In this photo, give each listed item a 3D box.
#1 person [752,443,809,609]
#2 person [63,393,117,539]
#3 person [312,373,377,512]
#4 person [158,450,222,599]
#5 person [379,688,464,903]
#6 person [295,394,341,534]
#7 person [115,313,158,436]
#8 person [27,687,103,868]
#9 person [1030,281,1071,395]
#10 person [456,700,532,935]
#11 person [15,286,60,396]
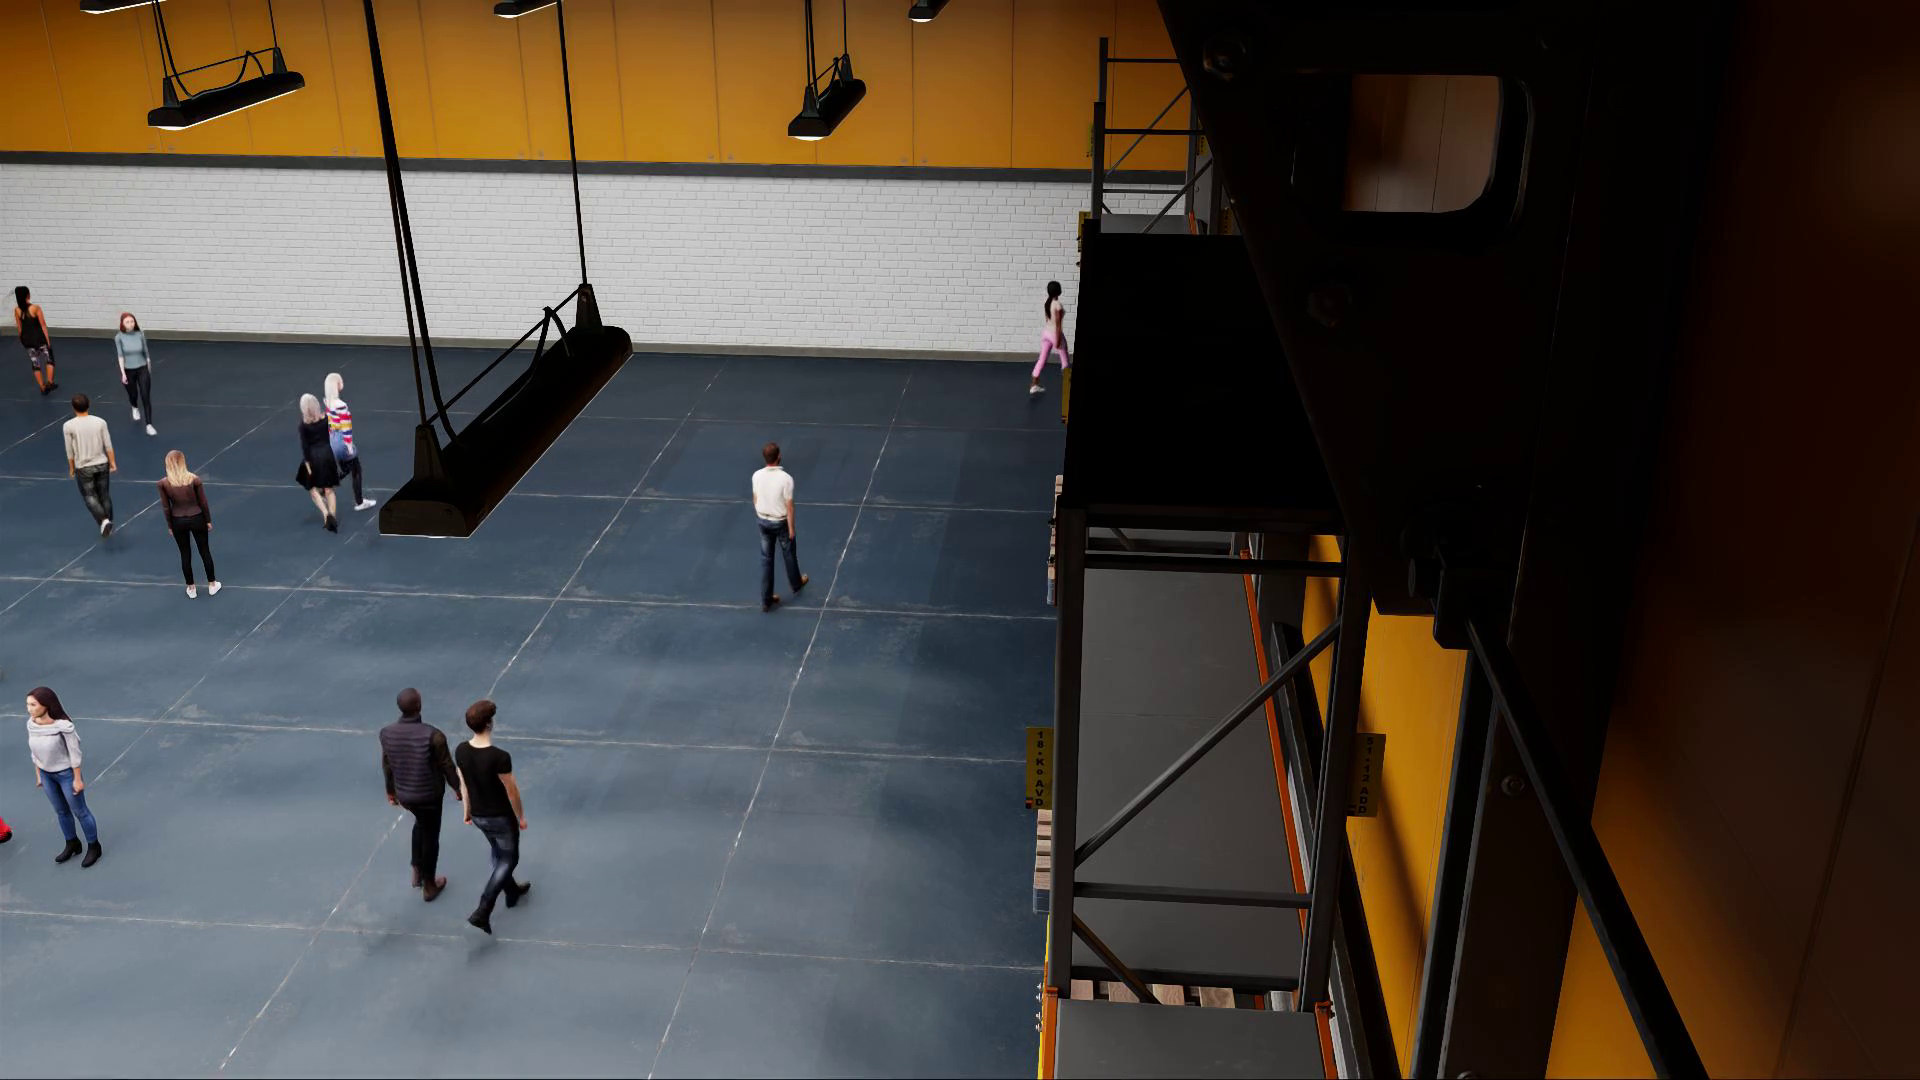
[{"bbox_3d":[-2.063,-0.129,18.027,0.891,1.821,1.135,10,26,22],"label":"person"},{"bbox_3d":[-10.263,-0.845,19.693,0.944,1.798,1.014,-16,29,-33],"label":"person"},{"bbox_3d":[-7.668,-1.155,20.412,1.088,1.790,1.014,-20,30,-38],"label":"person"},{"bbox_3d":[-8.488,-0.183,18.296,0.674,1.705,0.651,-8,25,-18],"label":"person"},{"bbox_3d":[-4.278,2.042,13.058,0.757,1.822,0.705,6,24,13],"label":"person"},{"bbox_3d":[-7.596,-0.890,19.875,0.809,1.735,0.755,18,29,35],"label":"person"},{"bbox_3d":[-11.511,-2.332,23.189,0.953,1.722,1.057,-16,28,-32],"label":"person"},{"bbox_3d":[-7.338,1.916,13.584,0.643,1.632,0.573,7,24,15],"label":"person"},{"bbox_3d":[1.306,-2.964,24.675,1.134,1.692,1.129,-16,28,-31],"label":"person"},{"bbox_3d":[-3.620,2.149,12.749,0.899,1.874,1.189,9,25,20],"label":"person"},{"bbox_3d":[-13.769,-2.948,24.684,0.644,1.653,0.630,-1,24,-3],"label":"person"}]
